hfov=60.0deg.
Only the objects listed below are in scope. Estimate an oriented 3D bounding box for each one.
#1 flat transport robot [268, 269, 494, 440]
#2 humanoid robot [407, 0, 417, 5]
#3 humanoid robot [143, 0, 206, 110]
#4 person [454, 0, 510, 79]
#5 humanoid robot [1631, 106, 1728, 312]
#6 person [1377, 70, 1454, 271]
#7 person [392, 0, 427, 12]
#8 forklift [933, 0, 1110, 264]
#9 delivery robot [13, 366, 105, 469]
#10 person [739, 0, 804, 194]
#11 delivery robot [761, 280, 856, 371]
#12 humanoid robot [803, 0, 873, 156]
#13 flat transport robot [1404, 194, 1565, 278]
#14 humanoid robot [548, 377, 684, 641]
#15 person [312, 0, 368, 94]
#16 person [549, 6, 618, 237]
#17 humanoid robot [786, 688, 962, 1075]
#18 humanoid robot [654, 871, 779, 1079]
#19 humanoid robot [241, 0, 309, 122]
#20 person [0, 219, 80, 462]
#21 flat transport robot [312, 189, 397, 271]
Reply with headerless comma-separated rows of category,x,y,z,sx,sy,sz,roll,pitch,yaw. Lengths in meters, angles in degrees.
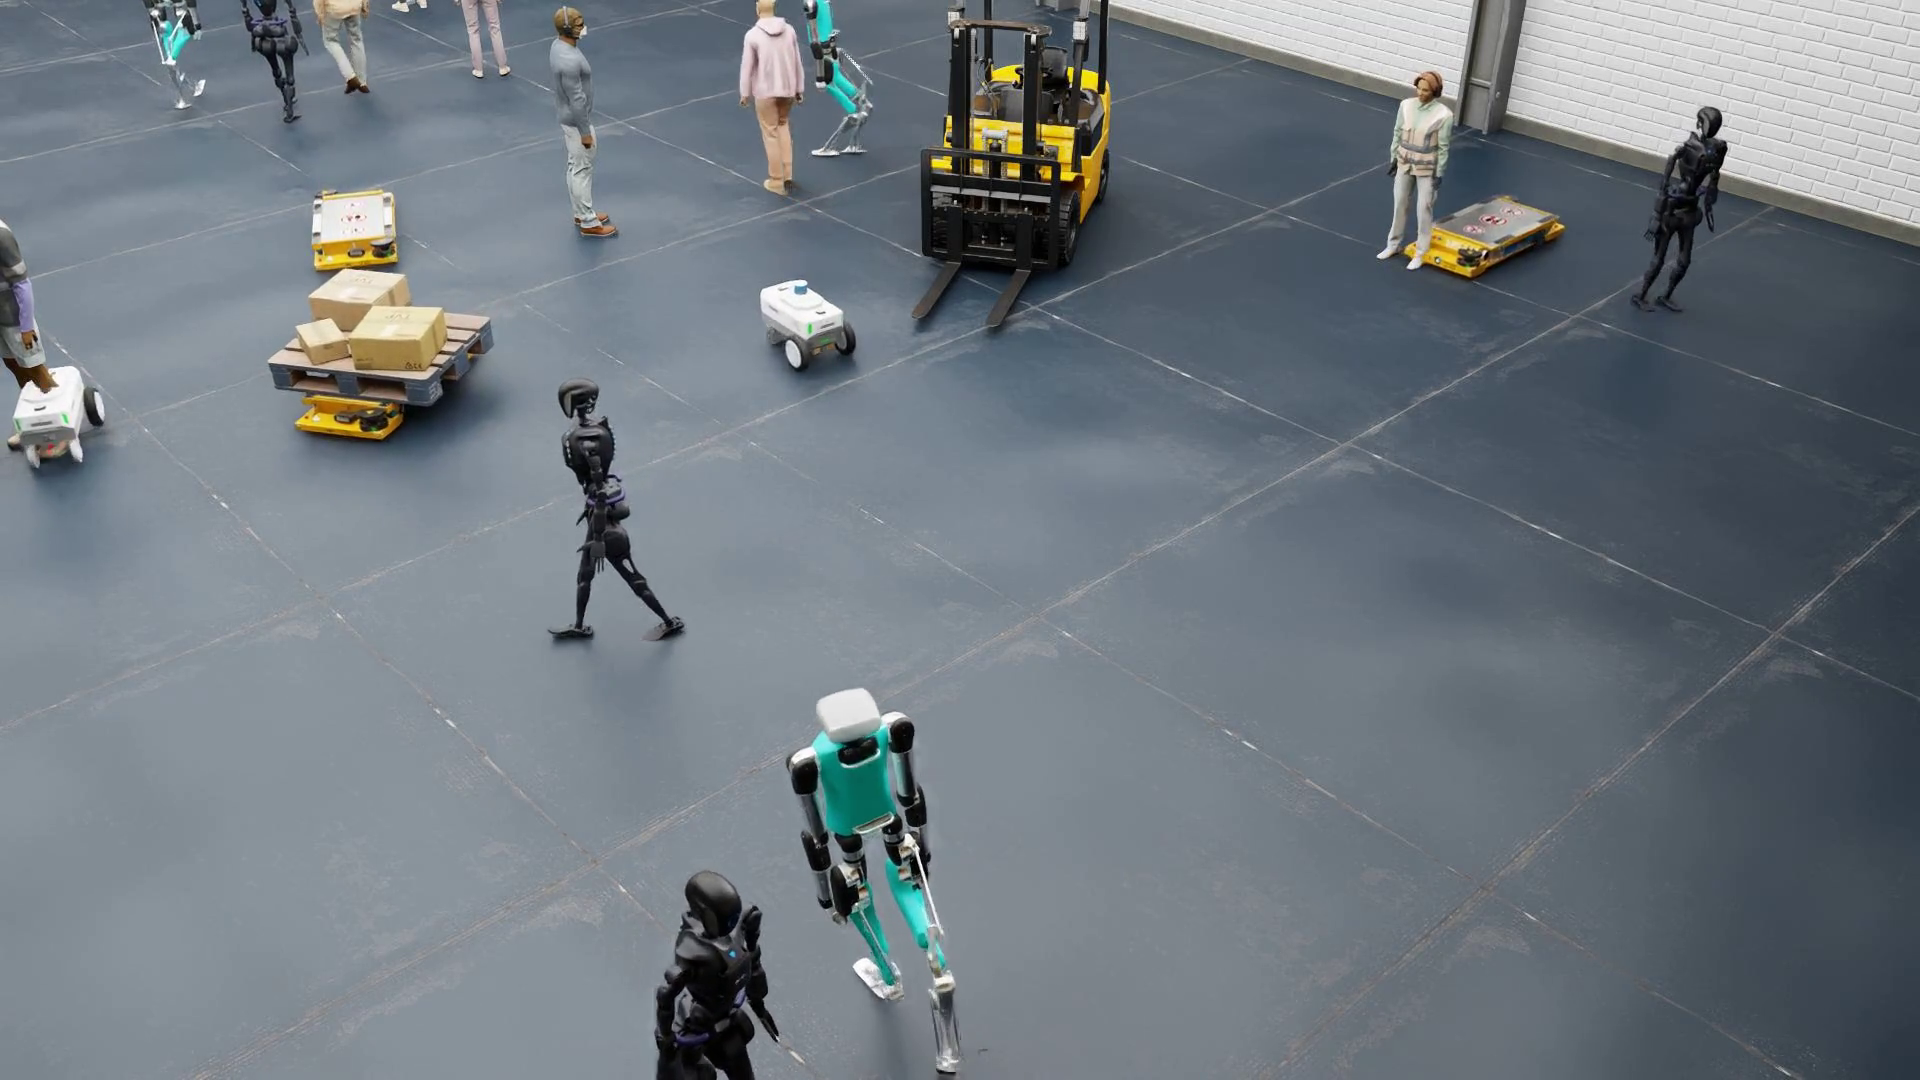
flat transport robot,-4.099,-1.157,11.951,0.659,0.231,1.431,7,34,11
humanoid robot,-6.834,-7.500,20.357,0.580,1.748,0.939,15,36,21
humanoid robot,-8.006,-5.160,16.791,0.549,1.745,1.050,1,33,2
person,-5.159,-5.836,17.777,0.523,1.760,0.323,-9,34,-13
humanoid robot,5.547,-2.542,12.791,0.585,1.644,0.344,-12,35,-18
person,3.731,-3.023,13.570,0.313,1.632,0.518,-27,42,-35
person,-6.730,-7.309,19.938,0.795,1.870,0.409,-25,41,-33
forklift,0.570,-3.725,14.138,1.214,2.155,2.313,9,34,13
delivery robot,-6.150,-0.879,11.278,0.499,0.612,0.796,-10,34,-15
person,-1.687,-4.010,14.961,0.564,1.762,0.508,-22,39,-30
delivery robot,-1.165,-1.652,12.440,0.521,0.583,0.737,-23,40,-31
humanoid robot,-1.097,-4.413,15.576,0.683,1.752,0.551,6,33,9
flat transport robot,4.490,-2.600,14.169,1.431,0.231,0.659,-26,41,-34
humanoid robot,-1.965,-0.127,9.114,0.757,1.629,0.613,-10,34,-15
person,-6.400,-5.528,17.213,0.587,1.864,0.441,-27,42,-35
person,-3.221,-3.533,14.075,0.373,1.940,0.626,-11,35,-17
humanoid robot,-0.233,1.490,6.586,0.560,1.773,1.038,-17,37,-25
humanoid robot,-0.963,1.815,6.091,0.469,1.644,0.610,19,38,27
humanoid robot,-6.845,-5.087,16.709,0.614,1.639,0.598,4,33,6
person,-6.241,-1.474,10.815,0.615,2.041,0.376,21,39,29
flat transport robot,-5.208,-2.698,14.319,0.659,0.231,1.431,-9,34,-14
